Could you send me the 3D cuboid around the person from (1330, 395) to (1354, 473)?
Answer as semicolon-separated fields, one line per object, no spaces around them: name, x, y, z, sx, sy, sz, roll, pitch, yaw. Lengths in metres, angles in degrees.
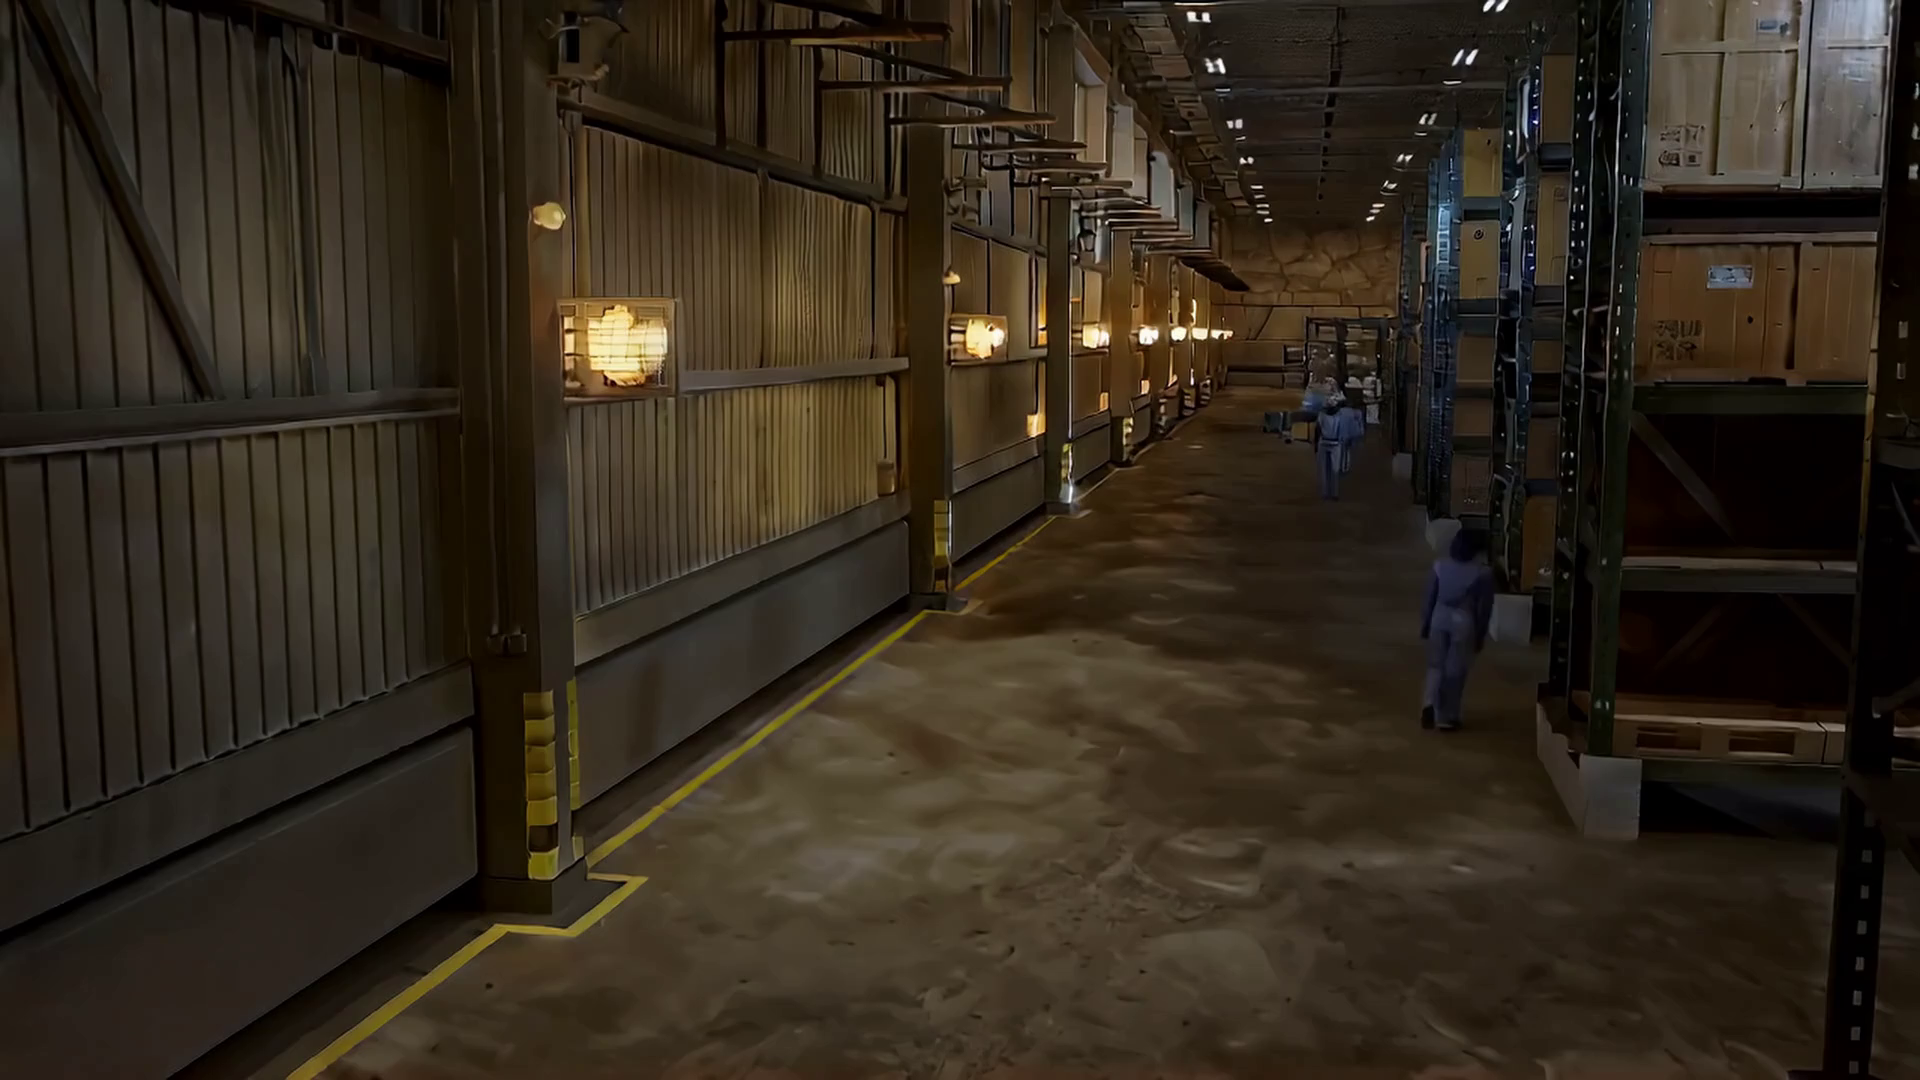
person;8.377;-2.316;36.456;0.583;1.741;0.480;-5;9;-34

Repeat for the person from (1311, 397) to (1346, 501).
person;6.771;-1.662;30.532;0.635;1.919;0.775;1;7;8

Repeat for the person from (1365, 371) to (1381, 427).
person;13.573;-4.641;54.708;0.404;1.833;0.586;7;10;43

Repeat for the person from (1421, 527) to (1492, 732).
person;3.807;0.700;12.780;0.535;1.613;0.401;6;9;40

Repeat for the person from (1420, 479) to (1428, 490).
person;9.363;-1.906;32.300;0.906;1.972;0.635;1;7;6
